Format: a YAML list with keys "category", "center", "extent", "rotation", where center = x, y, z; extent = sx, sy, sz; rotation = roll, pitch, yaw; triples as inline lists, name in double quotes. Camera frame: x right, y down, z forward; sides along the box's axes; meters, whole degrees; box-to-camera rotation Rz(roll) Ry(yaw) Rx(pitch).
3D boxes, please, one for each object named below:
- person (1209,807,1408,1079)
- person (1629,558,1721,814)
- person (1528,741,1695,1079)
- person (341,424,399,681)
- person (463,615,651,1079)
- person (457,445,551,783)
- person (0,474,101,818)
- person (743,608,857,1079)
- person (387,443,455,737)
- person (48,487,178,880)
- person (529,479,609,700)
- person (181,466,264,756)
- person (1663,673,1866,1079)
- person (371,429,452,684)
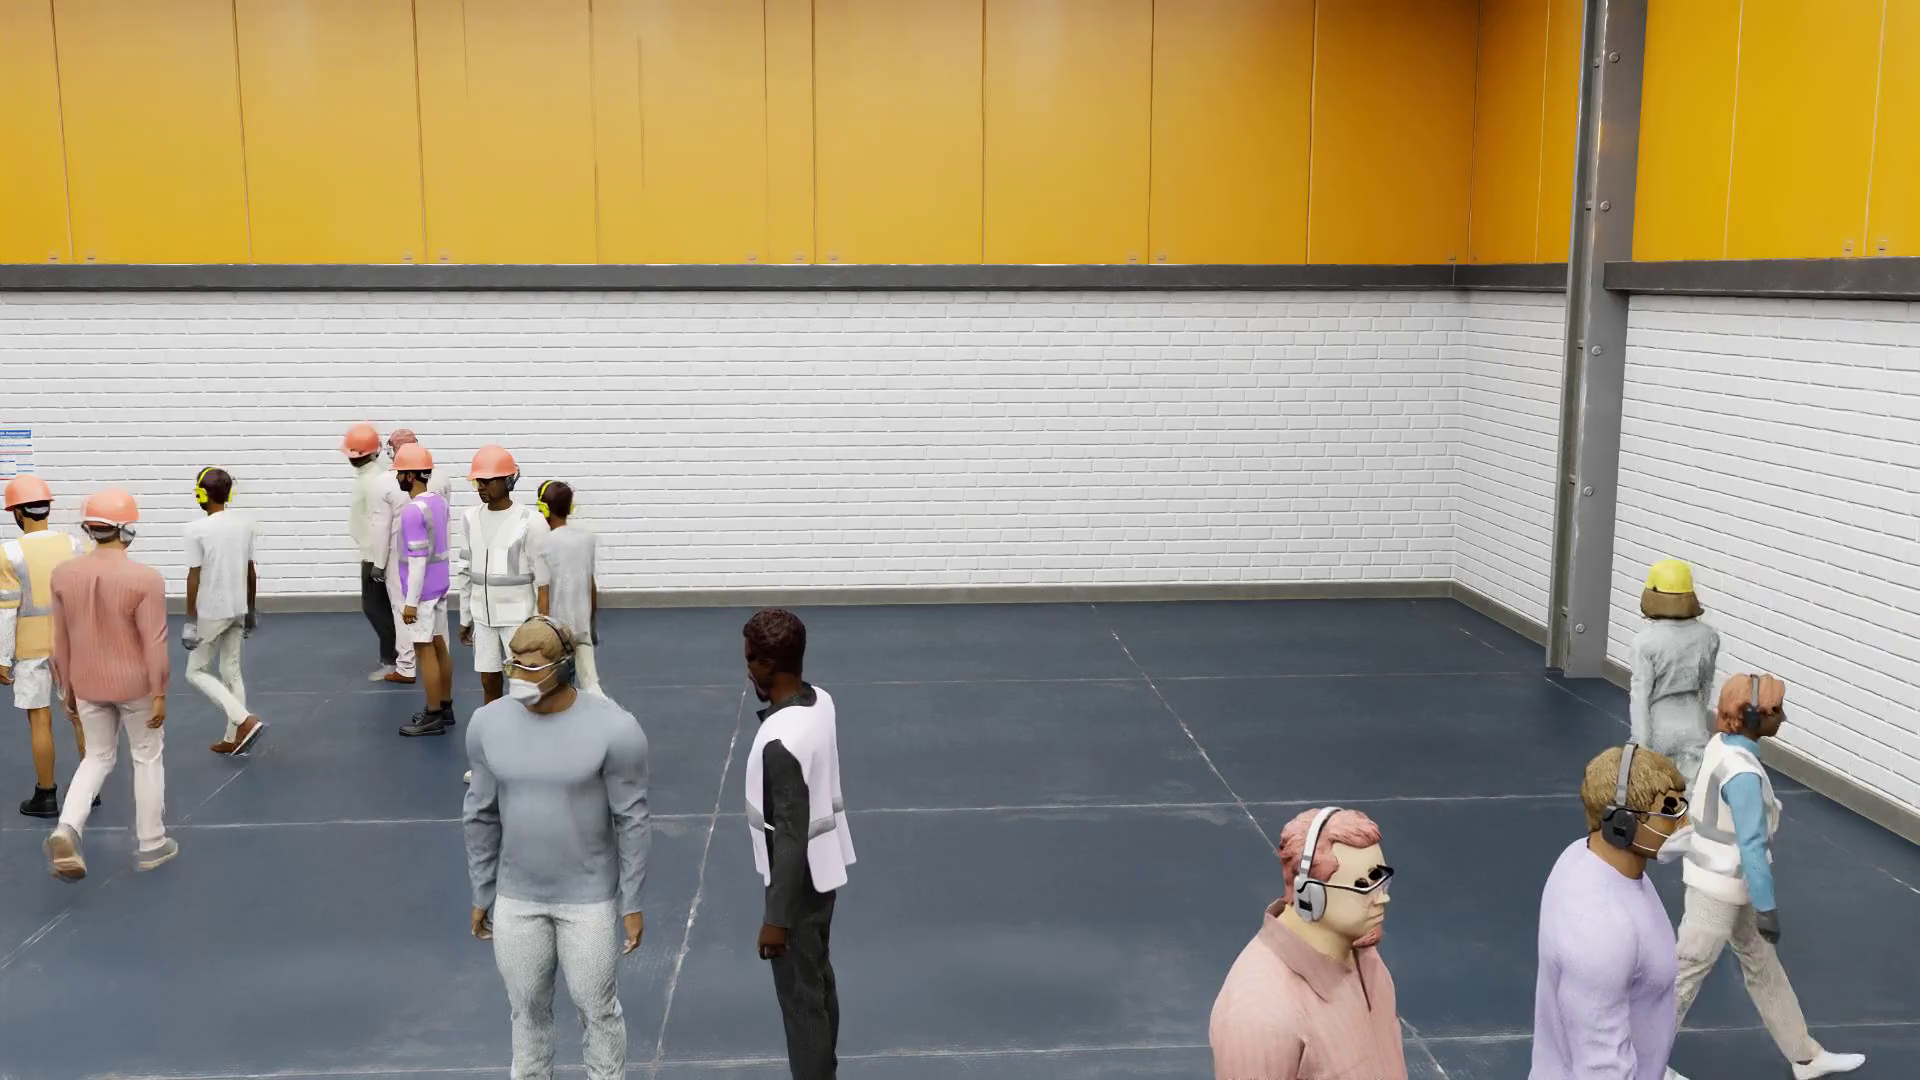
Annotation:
- category: "person"
  center: [0.785, 1.509, 3.662]
  extent: [0.399, 1.909, 0.642]
  rotation: [5, 11, 31]
- category: "person"
  center: [3.411, 0.932, 7.955]
  extent: [0.491, 1.696, 0.912]
  rotation: [-1, 9, -9]
- category: "person"
  center: [1.565, 1.430, 4.051]
  extent: [0.360, 1.938, 0.635]
  rotation: [3, 10, 20]
- category: "person"
  center: [-4.420, 0.078, 12.582]
  extent: [0.372, 1.946, 0.839]
  rotation: [-2, 9, -14]
- category: "person"
  center: [-1.344, 1.191, 5.562]
  extent: [0.633, 1.936, 0.352]
  rotation: [1, 9, 9]
- category: "person"
  center: [-2.719, 0.455, 9.854]
  extent: [0.615, 2.043, 0.373]
  rotation: [3, 10, 20]
- category: "person"
  center: [-5.137, 0.593, 9.341]
  extent: [0.371, 1.931, 0.543]
  rotation: [7, 11, 36]
- category: "person"
  center: [-0.563, 1.176, 5.729]
  extent: [0.394, 1.915, 0.587]
  rotation: [1, 9, 5]
- category: "person"
  center: [-3.560, 0.333, 10.985]
  extent: [0.400, 1.938, 0.557]
  rotation: [0, 9, 1]
- category: "person"
  center: [-4.250, 0.734, 8.287]
  extent: [0.610, 1.978, 0.713]
  rotation: [0, 9, 2]
- category: "person"
  center: [-2.309, 0.550, 9.942]
  extent: [0.912, 1.832, 0.542]
  rotation: [7, 11, 37]
- category: "person"
  center: [-4.582, 0.470, 10.358]
  extent: [0.470, 1.854, 0.553]
  rotation: [4, 10, 24]
- category: "person"
  center: [2.897, 1.276, 6.093]
  extent: [0.856, 1.594, 0.542]
  rotation: [3, 10, 21]
- category: "person"
  center: [-4.105, 0.119, 12.415]
  extent: [0.406, 1.901, 0.639]
  rotation: [8, 12, 41]
